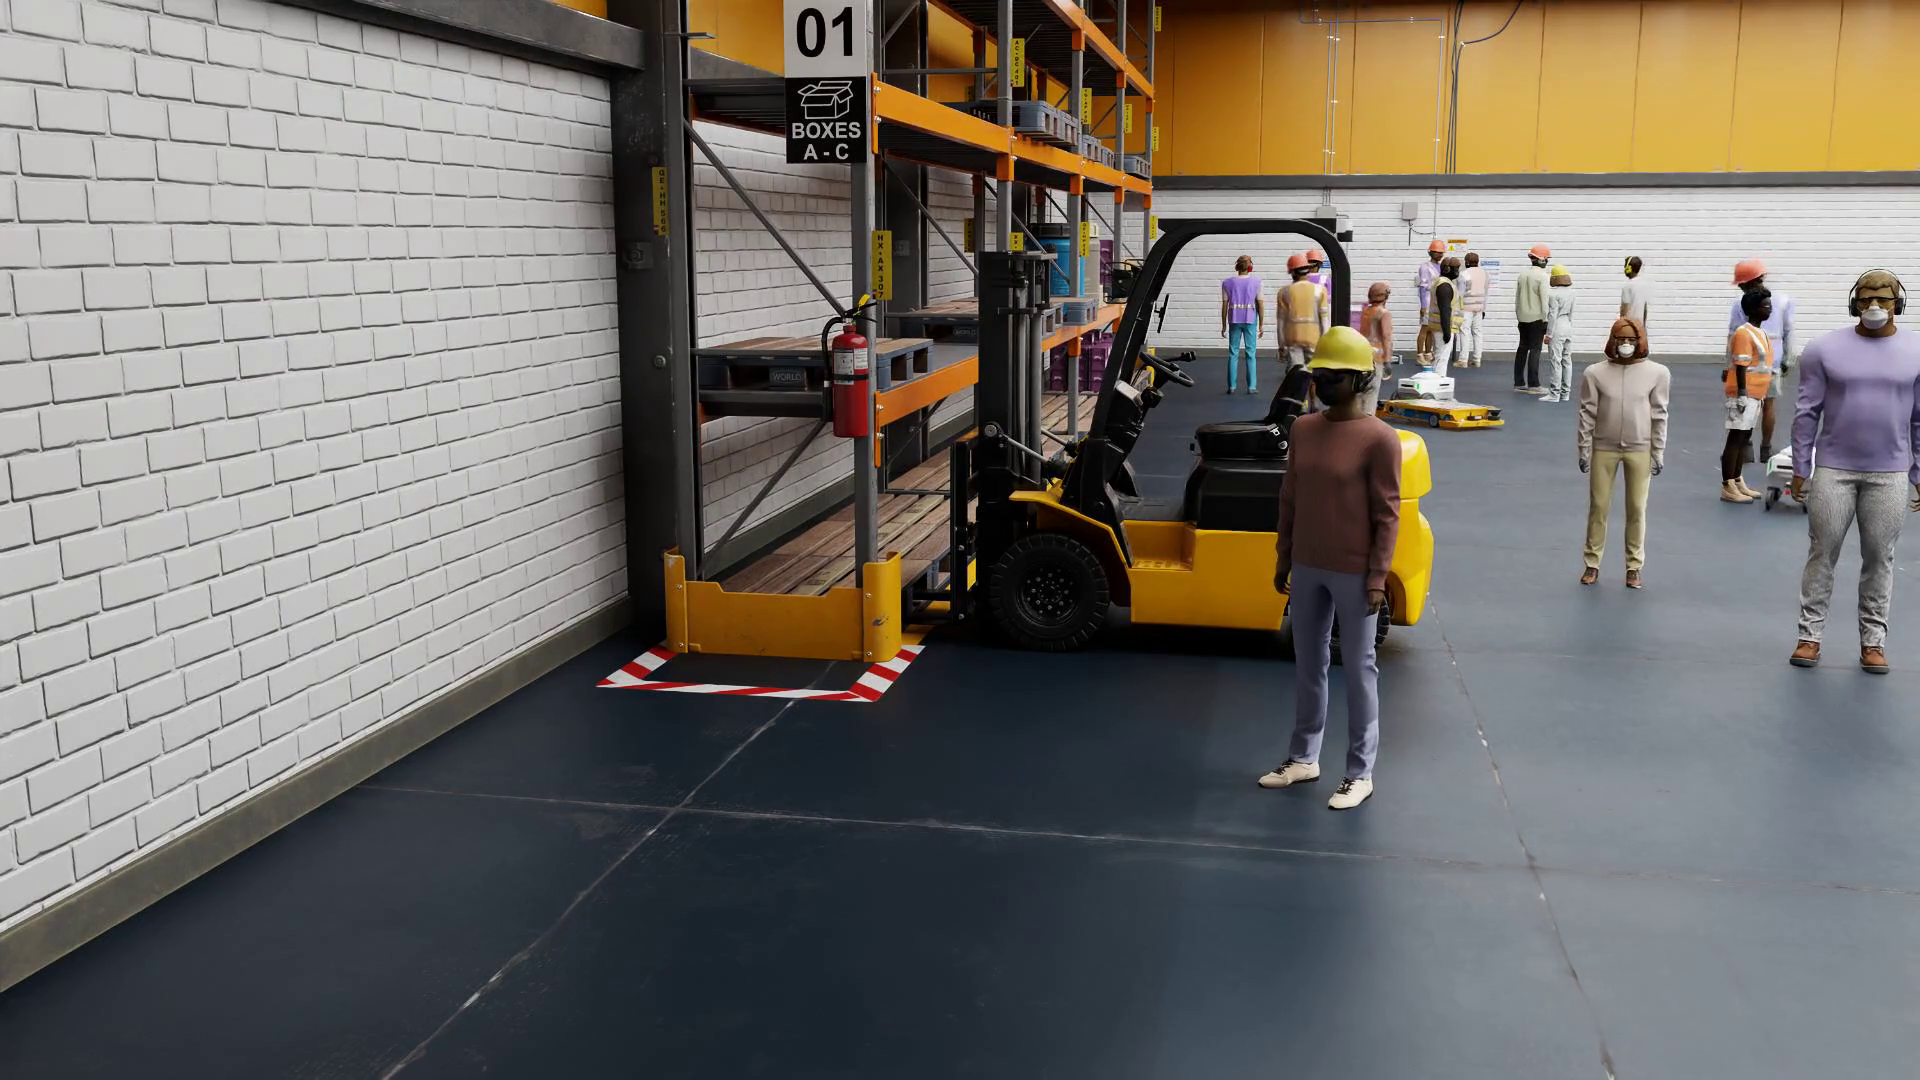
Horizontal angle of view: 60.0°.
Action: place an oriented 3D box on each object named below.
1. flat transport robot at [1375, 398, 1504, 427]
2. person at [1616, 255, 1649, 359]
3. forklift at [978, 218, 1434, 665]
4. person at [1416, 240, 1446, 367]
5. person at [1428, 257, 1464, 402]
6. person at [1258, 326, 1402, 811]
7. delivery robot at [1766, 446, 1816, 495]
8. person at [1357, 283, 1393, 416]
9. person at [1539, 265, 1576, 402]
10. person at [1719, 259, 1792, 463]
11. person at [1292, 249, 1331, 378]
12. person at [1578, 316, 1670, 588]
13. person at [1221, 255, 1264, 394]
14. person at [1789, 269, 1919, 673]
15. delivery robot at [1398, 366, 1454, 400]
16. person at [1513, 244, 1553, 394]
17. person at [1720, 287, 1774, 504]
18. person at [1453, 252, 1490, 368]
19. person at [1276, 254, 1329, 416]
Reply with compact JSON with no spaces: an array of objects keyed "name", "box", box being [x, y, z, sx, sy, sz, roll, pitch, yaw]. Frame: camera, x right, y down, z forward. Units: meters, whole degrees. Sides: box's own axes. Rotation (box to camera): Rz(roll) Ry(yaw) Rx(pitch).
[{"name":"flat transport robot","box":[5.345,-1.432,18.651,0.652,0.197,1.431,-5,11,-25]},{"name":"person","box":[8.808,-2.786,21.753,0.514,1.856,0.584,-7,13,-34]},{"name":"forklift","box":[1.285,-0.567,8.635,2.313,2.155,1.214,2,11,11]},{"name":"person","box":[7.647,-3.818,26.878,0.609,2.040,0.395,-9,14,-42]},{"name":"person","box":[6.109,-2.630,20.931,0.430,1.839,0.619,2,11,10]},{"name":"person","box":[1.374,0.101,6.139,0.305,1.772,0.525,-8,13,-38]},{"name":"delivery robot","box":[6.505,-0.568,12.878,0.477,0.478,0.707,8,13,38]},{"name":"person","box":[4.255,-1.826,17.110,0.330,1.626,0.581,-3,11,-14]},{"name":"person","box":[7.620,-2.632,21.214,0.483,1.736,0.311,-8,13,-36]},{"name":"person","box":[7.354,-1.627,15.322,0.652,1.892,0.431,-1,10,-4]},{"name":"person","box":[4.607,-2.833,21.777,0.543,1.932,0.365,5,11,25]},{"name":"person","box":[3.956,-0.523,9.956,0.493,1.624,0.280,4,11,20]},{"name":"person","box":[3.752,-2.853,22.117,0.563,1.847,0.389,3,11,14]},{"name":"person","box":[4.345,-0.328,8.026,0.635,1.939,0.367,5,11,25]},{"name":"delivery robot","box":[5.535,-1.818,19.730,0.707,0.478,0.477,-7,13,-35]},{"name":"person","box":[7.692,-2.953,22.269,0.400,1.989,0.623,-3,11,-18]},{"name":"person","box":[6.236,-1.145,13.162,0.320,1.698,0.531,8,13,38]},{"name":"person","box":[8.185,-3.690,26.723,0.625,1.843,0.430,-4,11,-21]},{"name":"person","box":[3.772,-2.189,18.357,0.585,1.890,0.840,1,10,7]}]
